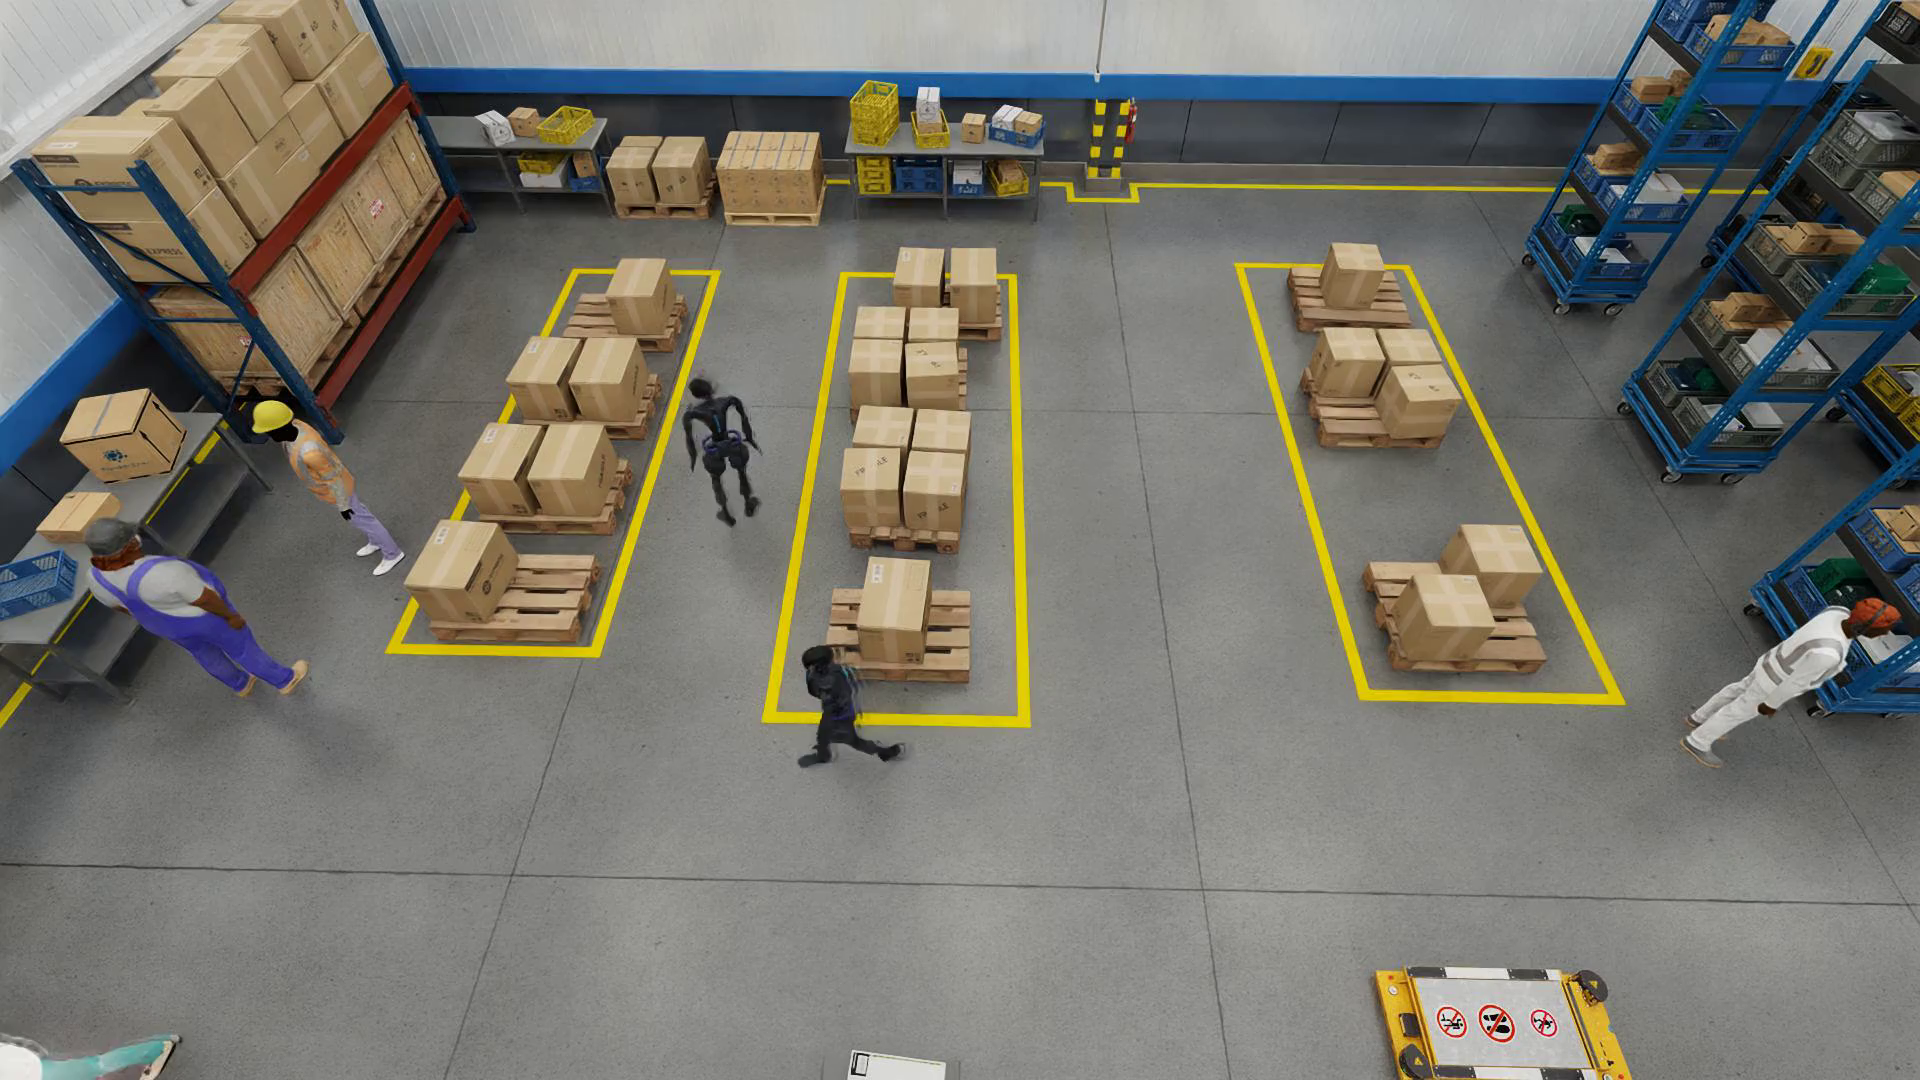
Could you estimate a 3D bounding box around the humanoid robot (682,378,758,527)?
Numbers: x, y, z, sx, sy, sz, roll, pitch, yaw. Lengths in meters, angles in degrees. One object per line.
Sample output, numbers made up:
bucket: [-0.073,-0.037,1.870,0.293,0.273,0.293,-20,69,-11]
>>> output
humanoid robot: [-2.121,-0.795,8.222,0.641,1.642,0.388,-21,54,-16]

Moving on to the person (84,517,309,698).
person: [-5.789,0.525,6.916,0.681,2.000,0.537,-1,51,-1]

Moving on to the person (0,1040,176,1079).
person: [-5.307,3.025,5.087,0.529,1.709,0.901,18,53,14]

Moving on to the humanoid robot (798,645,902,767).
humanoid robot: [-0.846,1.237,6.613,0.784,1.648,0.587,-10,52,-8]

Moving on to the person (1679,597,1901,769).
person: [5.932,1.006,6.625,0.357,1.881,0.573,32,58,24]

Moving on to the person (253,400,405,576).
person: [-5.334,-0.443,7.776,0.586,1.929,0.357,37,60,26]

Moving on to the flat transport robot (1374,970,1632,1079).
flat transport robot: [3.501,3.133,5.914,1.431,0.197,0.652,1,51,1]
